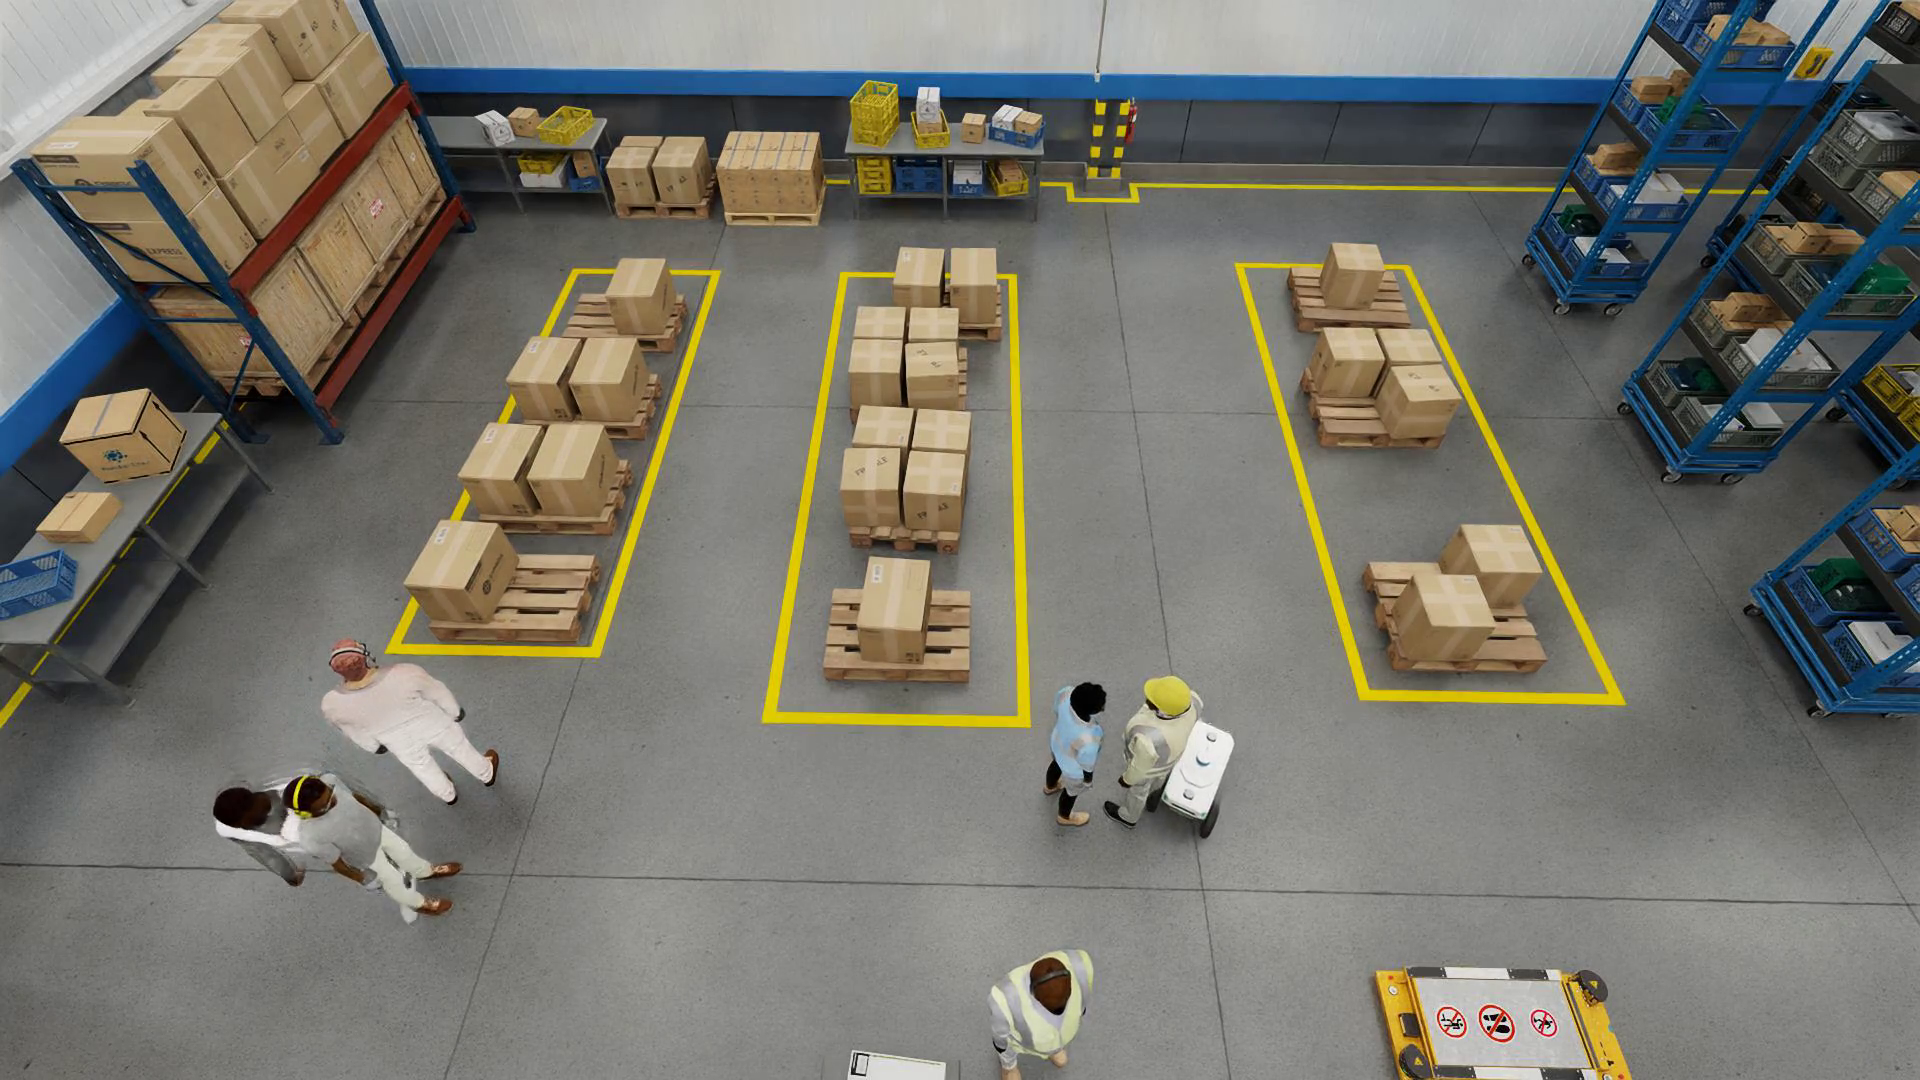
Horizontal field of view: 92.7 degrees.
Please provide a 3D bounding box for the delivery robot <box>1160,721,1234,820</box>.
[{"bbox_3d":[1.773,1.719,6.826,0.477,0.478,0.707,23,54,17],"label":"delivery robot"}]

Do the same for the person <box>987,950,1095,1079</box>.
[{"bbox_3d":[0.460,2.739,5.230,0.626,1.844,0.429,-20,54,-16],"label":"person"}]

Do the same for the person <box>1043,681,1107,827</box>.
[{"bbox_3d":[0.799,1.472,6.353,0.316,1.695,0.541,-13,52,-11],"label":"person"}]

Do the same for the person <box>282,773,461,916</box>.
[{"bbox_3d":[-3.765,1.951,5.866,0.329,1.857,0.519,-8,51,-7],"label":"person"}]

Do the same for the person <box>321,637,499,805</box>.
[{"bbox_3d":[-3.819,1.268,6.386,0.652,1.906,0.409,-23,55,-18],"label":"person"}]

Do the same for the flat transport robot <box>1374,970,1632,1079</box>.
[{"bbox_3d":[3.501,3.133,5.914,1.431,0.197,0.652,1,51,1],"label":"flat transport robot"}]

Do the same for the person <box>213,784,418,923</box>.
[{"bbox_3d":[-4.052,1.968,5.833,0.617,1.874,0.685,-13,52,-11],"label":"person"}]

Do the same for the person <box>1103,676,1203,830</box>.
[{"bbox_3d":[1.305,1.444,6.287,0.404,1.836,0.599,36,59,26],"label":"person"}]
